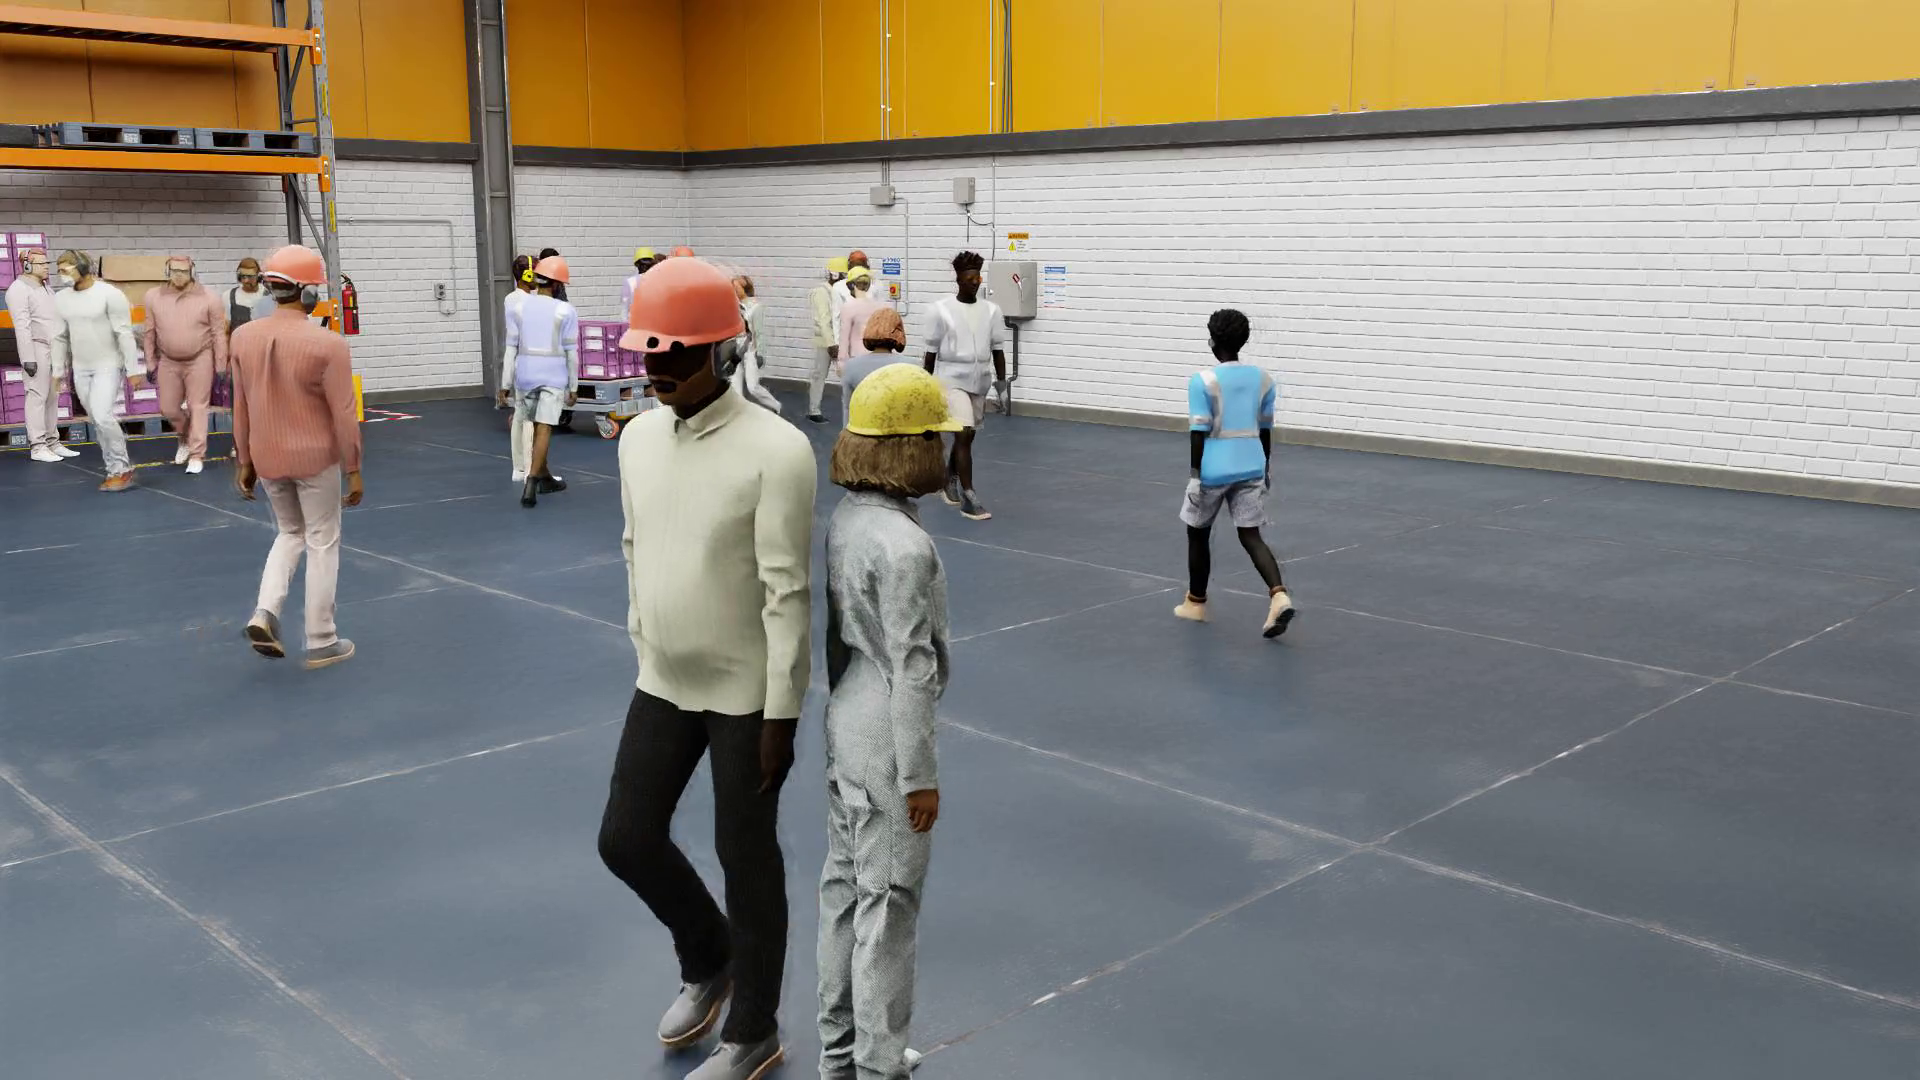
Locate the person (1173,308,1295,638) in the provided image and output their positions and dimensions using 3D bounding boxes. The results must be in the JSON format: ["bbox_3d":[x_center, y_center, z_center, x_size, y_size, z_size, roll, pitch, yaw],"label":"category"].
[{"bbox_3d":[1.406,-0.339,8.433,0.530,1.663,0.792,-5,11,-24],"label":"person"}]

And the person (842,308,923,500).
[{"bbox_3d":[-0.429,-0.491,9.375,0.496,1.624,0.311,4,11,23],"label":"person"}]

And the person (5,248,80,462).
[{"bbox_3d":[-8.252,-1.663,14.979,0.407,1.908,0.641,-1,10,-6],"label":"person"}]

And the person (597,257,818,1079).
[{"bbox_3d":[-0.585,0.344,3.863,0.620,1.971,0.430,7,12,32],"label":"person"}]

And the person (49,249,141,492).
[{"bbox_3d":[-6.804,-1.311,13.047,0.648,1.912,0.546,2,11,12],"label":"person"}]

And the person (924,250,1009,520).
[{"bbox_3d":[0.015,-1.156,12.195,0.627,1.924,0.998,-5,12,-27],"label":"person"}]

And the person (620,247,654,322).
[{"bbox_3d":[-3.490,-2.284,18.396,0.634,1.888,0.557,-5,12,-27],"label":"person"}]

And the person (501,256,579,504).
[{"bbox_3d":[-3.200,-1.220,12.677,0.593,1.878,0.950,1,10,7],"label":"person"}]

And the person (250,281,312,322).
[{"bbox_3d":[-5.935,-1.528,14.551,0.611,1.803,0.750,3,11,18],"label":"person"}]

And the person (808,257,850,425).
[{"bbox_3d":[-1.263,-2.092,17.646,0.910,1.782,0.611,7,12,32],"label":"person"}]

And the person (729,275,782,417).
[{"bbox_3d":[-2.166,-1.910,17.111,0.516,1.621,0.633,9,14,40],"label":"person"}]

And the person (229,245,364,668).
[{"bbox_3d":[-3.065,-0.369,7.719,0.637,1.974,0.487,3,11,14],"label":"person"}]

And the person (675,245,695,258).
[{"bbox_3d":[-2.951,-2.254,18.193,0.595,1.914,0.441,-10,14,-42],"label":"person"}]

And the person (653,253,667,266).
[{"bbox_3d":[-3.450,-2.421,19.359,0.648,1.820,0.557,6,12,30],"label":"person"}]

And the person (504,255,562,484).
[{"bbox_3d":[-3.533,-1.393,13.625,0.327,1.865,0.520,-8,13,-36],"label":"person"}]

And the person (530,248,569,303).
[{"bbox_3d":[-4.455,-2.295,18.515,1.056,1.865,0.610,-9,14,-42],"label":"person"}]

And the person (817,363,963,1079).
[{"bbox_3d":[-0.151,0.471,3.786,0.321,1.743,0.488,-4,11,-21],"label":"person"}]

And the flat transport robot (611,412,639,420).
[{"bbox_3d":[-3.020,-1.412,18.072,1.431,0.197,0.652,5,12,27],"label":"flat transport robot"}]

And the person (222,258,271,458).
[{"bbox_3d":[-6.449,-1.636,15.097,0.558,1.807,0.743,-2,11,-11],"label":"person"}]

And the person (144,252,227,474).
[{"bbox_3d":[-6.596,-1.512,14.202,0.659,1.882,0.487,-2,11,-10],"label":"person"}]

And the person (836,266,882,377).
[{"bbox_3d":[-0.862,-1.647,15.335,0.531,1.734,0.552,9,14,40],"label":"person"}]

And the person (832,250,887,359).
[{"bbox_3d":[-1.046,-2.103,17.494,0.598,1.860,0.566,-1,10,-6],"label":"person"}]
